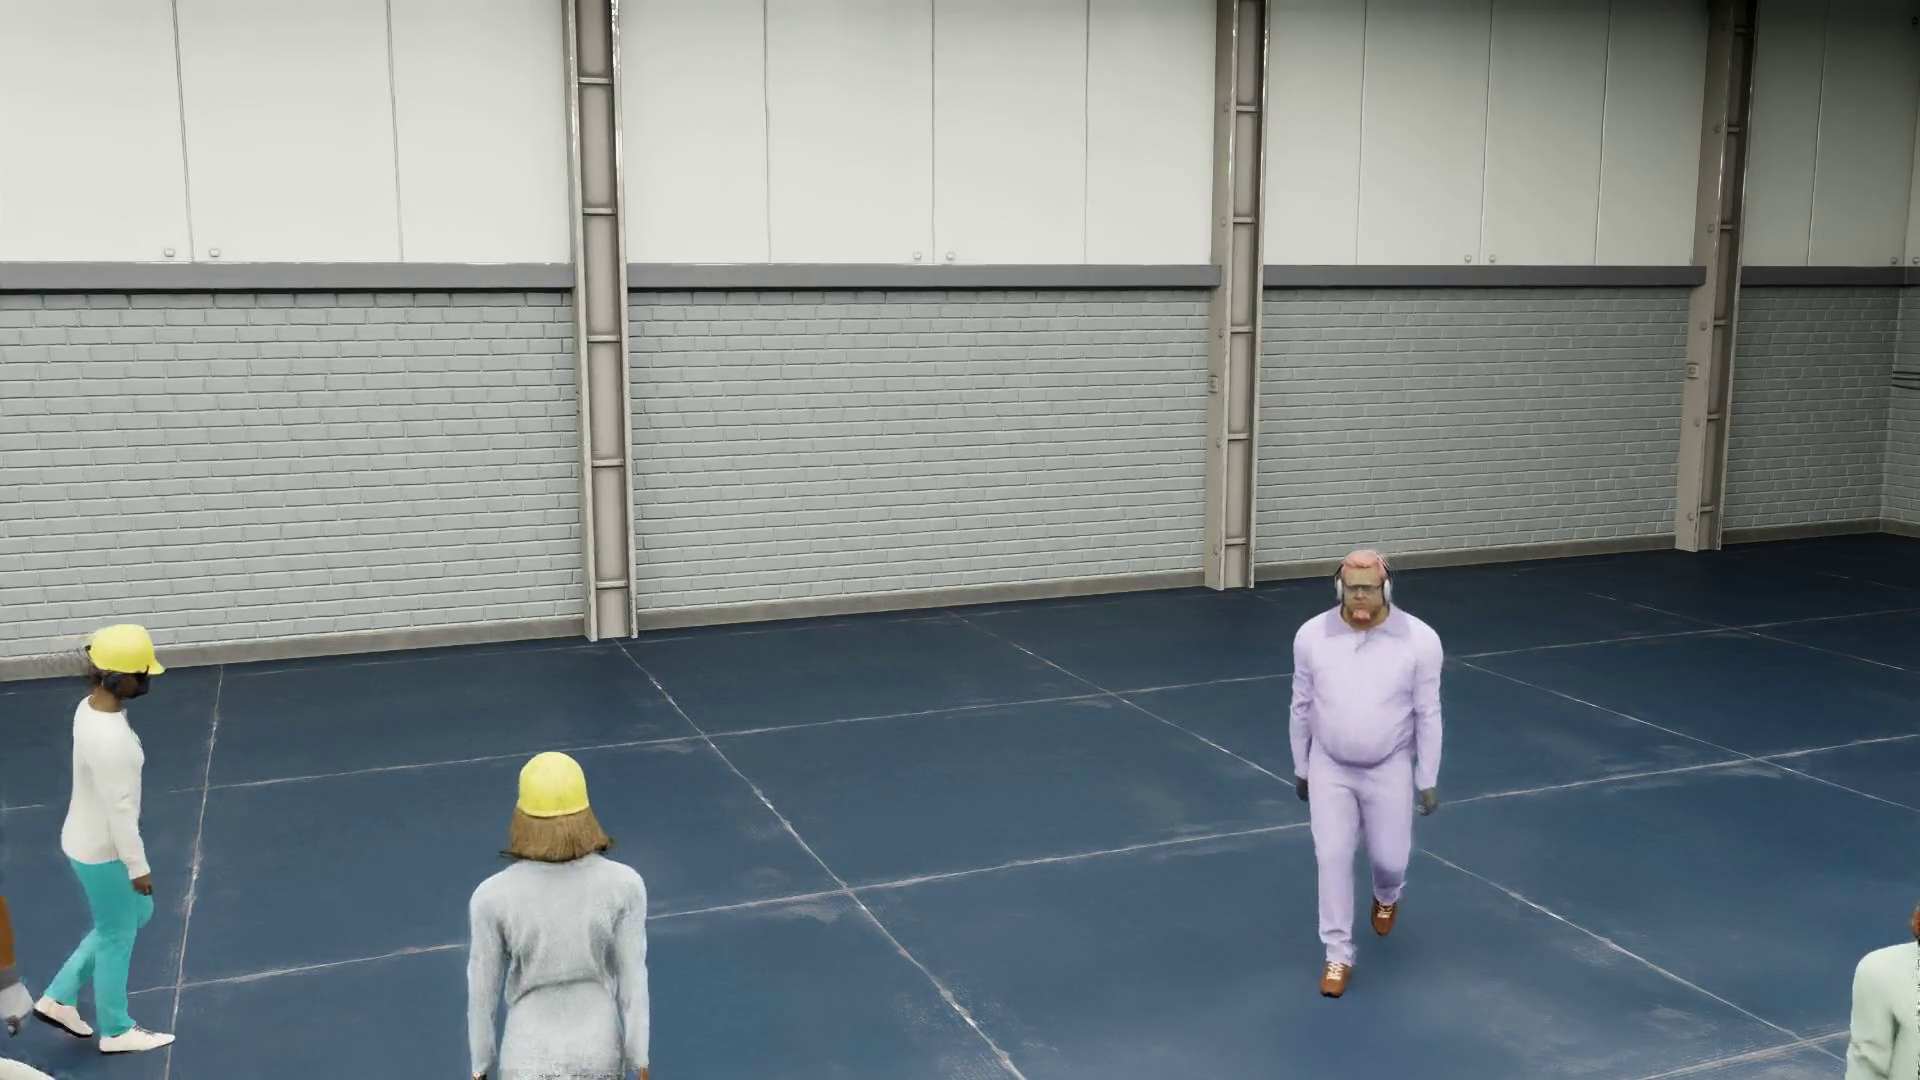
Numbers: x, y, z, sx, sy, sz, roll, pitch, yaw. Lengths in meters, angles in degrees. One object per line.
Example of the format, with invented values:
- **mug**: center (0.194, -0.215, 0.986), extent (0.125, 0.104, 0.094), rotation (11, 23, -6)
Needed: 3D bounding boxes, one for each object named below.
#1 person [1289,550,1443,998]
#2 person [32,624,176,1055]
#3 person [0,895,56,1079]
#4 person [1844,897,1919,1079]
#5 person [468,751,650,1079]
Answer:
- **person**: center (1.741, 0.958, 7.178), extent (0.655, 1.887, 0.731), rotation (4, 10, 21)
- **person**: center (-3.250, 1.169, 6.342), extent (0.477, 1.739, 0.551), rotation (-5, 10, -28)
- **person**: center (-3.110, 1.308, 5.186), extent (0.539, 1.825, 0.912), rotation (5, 10, 30)
- **person**: center (2.522, 1.558, 4.234), extent (0.514, 1.617, 0.583), rotation (5, 10, 27)
- **person**: center (-1.132, 1.438, 4.725), extent (0.497, 1.714, 0.799), rotation (-3, 10, -18)
